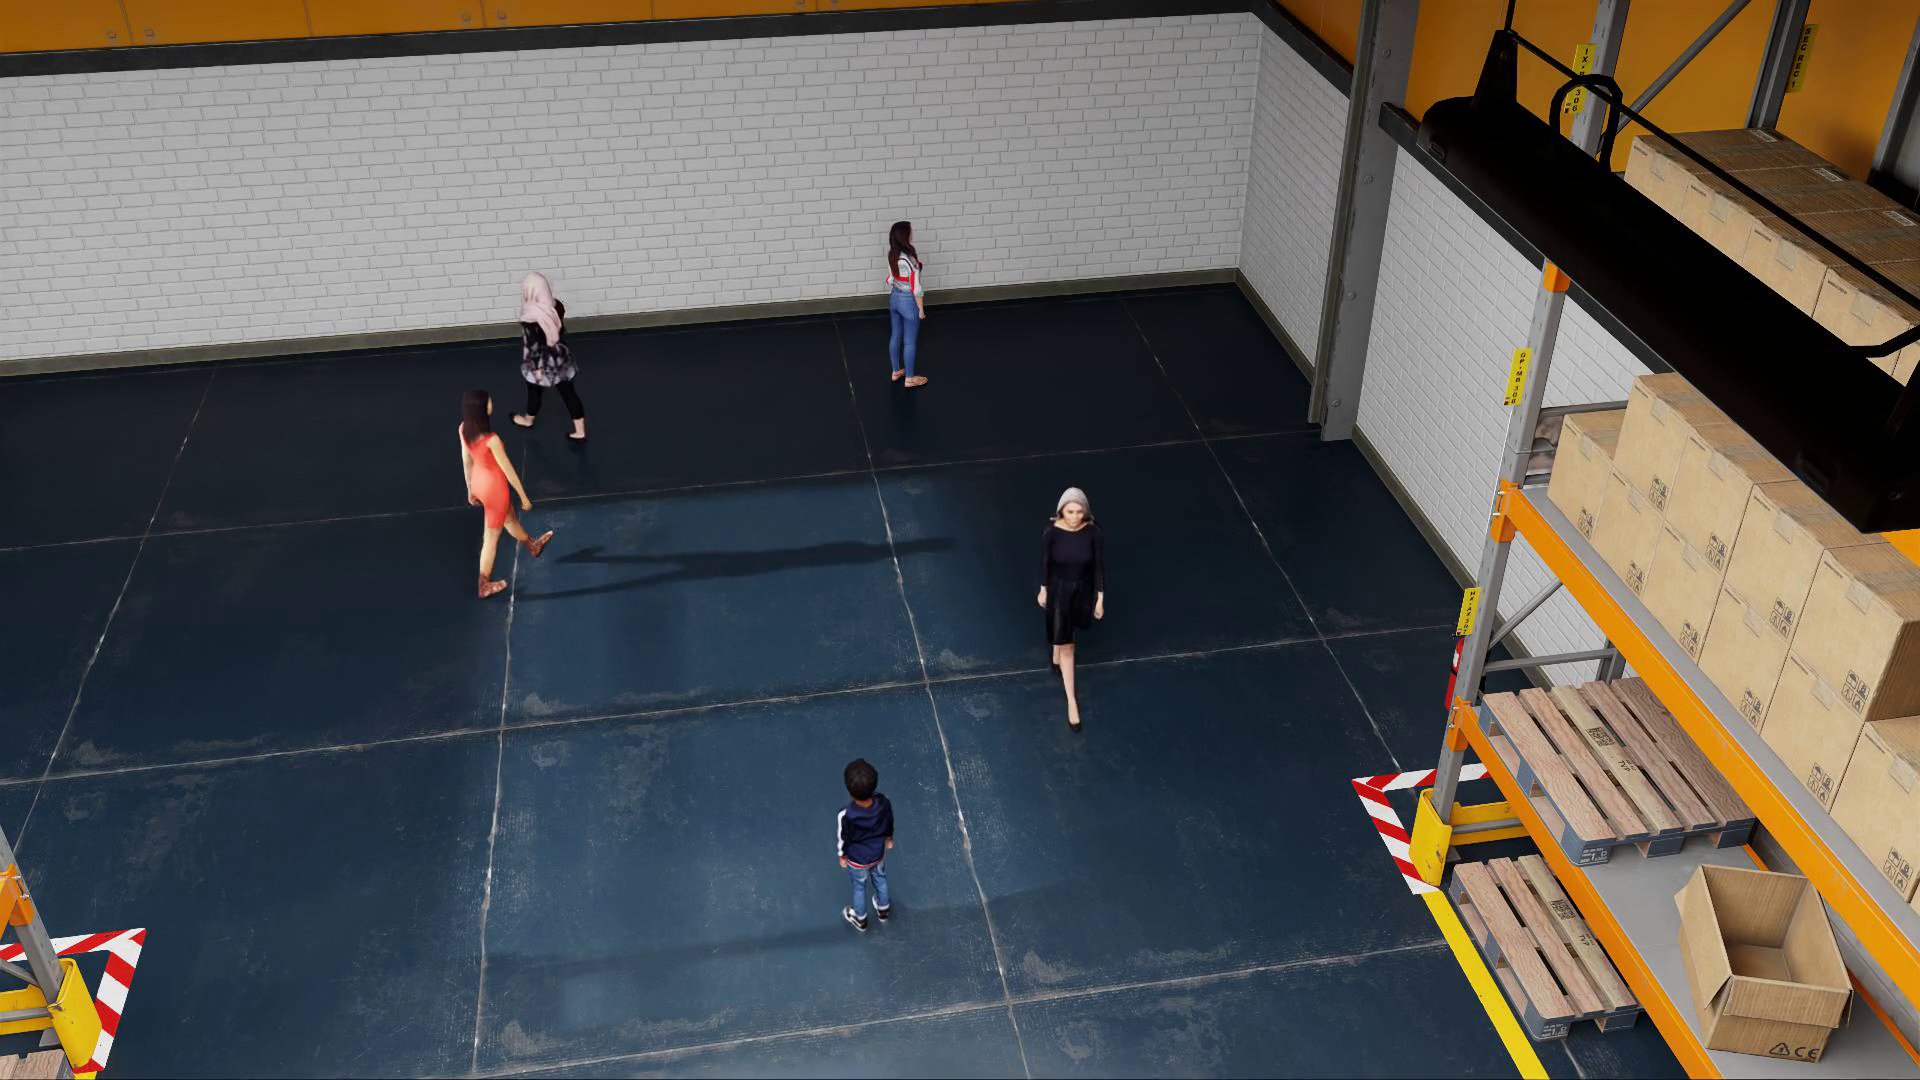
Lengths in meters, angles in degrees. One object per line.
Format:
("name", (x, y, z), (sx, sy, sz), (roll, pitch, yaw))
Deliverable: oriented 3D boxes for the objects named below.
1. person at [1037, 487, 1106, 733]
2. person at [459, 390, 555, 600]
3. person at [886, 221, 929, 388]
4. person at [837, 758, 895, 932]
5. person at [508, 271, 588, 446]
("person", (0.751, 0.365, 11.479), (0.612, 1.690, 1.145), (-4, 34, -6))
("person", (-3.572, -0.304, 12.504), (1.075, 1.670, 1.094), (23, 40, 30))
("person", (-0.513, -2.197, 15.401), (0.725, 1.614, 0.615), (-26, 41, -33))
("person", (-0.558, 1.791, 9.756), (0.577, 1.223, 0.565), (-17, 37, -24))
("person", (-3.487, -1.535, 14.417), (1.078, 1.603, 1.053), (18, 38, 25))
